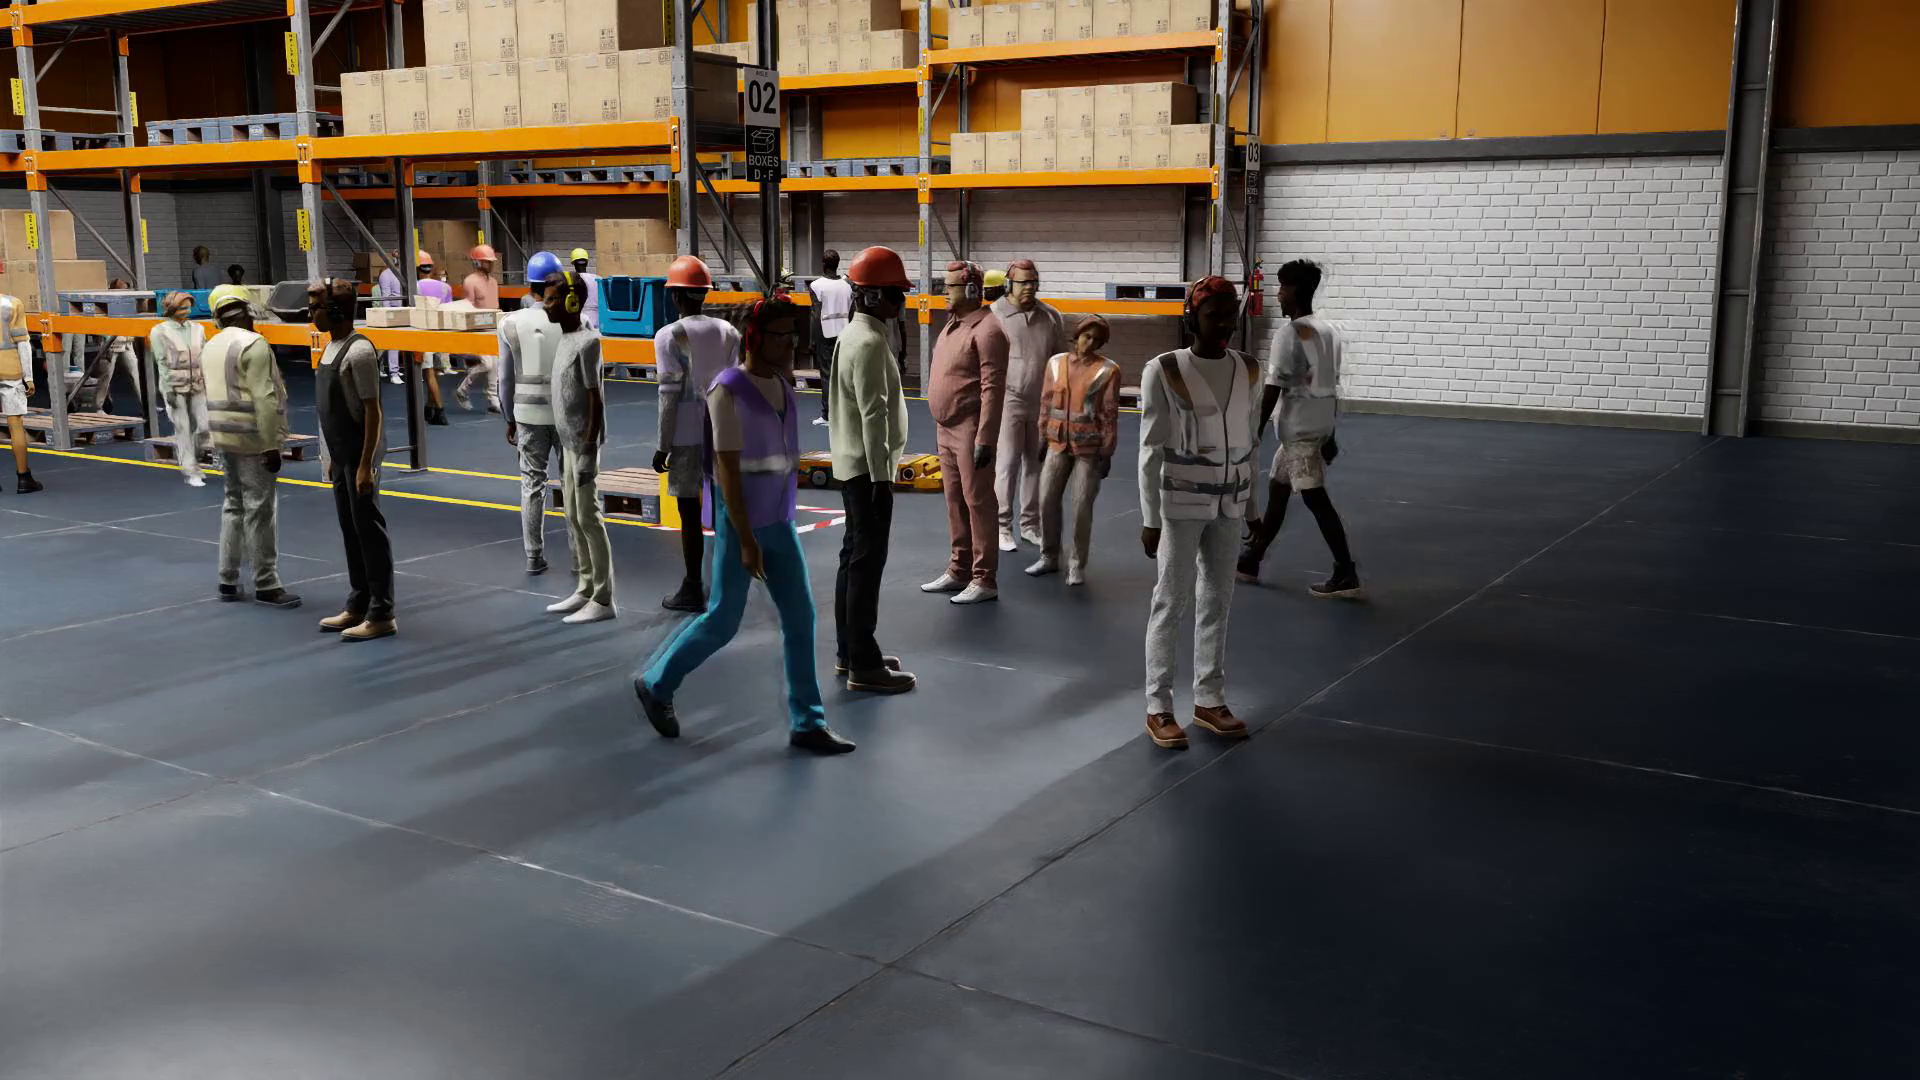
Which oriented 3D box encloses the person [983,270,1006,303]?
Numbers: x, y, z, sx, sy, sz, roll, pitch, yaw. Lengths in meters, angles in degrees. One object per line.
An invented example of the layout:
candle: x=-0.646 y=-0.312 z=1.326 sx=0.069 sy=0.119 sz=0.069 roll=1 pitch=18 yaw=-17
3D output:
person: x=0.308 y=-1.591 z=15.251 sx=0.618 sy=1.743 sz=0.550 roll=5 pitch=11 yaw=24

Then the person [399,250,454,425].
person: x=-5.912 y=-2.223 z=18.325 sx=0.814 sy=1.899 sz=0.568 roll=9 pitch=13 yaw=40

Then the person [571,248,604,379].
person: x=-4.700 y=-2.671 z=20.775 sx=0.585 sy=1.917 sz=0.380 roll=-6 pitch=12 yaw=-32

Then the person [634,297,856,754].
person: x=-0.872 y=-0.059 z=6.607 sx=0.885 sy=1.809 sz=0.567 roll=5 pitch=11 yaw=27

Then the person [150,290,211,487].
person: x=-6.353 y=-1.227 z=13.601 sx=0.384 sy=1.618 sz=0.515 roll=6 pitch=12 yaw=31

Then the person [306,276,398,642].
person: x=-3.088 y=-0.406 z=8.437 sx=0.344 sy=1.840 sz=0.506 roll=-8 pitch=13 yaw=-37

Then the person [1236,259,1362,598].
person: x=1.914 y=-0.638 z=9.529 sx=0.998 sy=1.917 sz=0.628 roll=7 pitch=12 yaw=33

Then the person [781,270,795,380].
person: x=-1.782 y=-1.667 z=15.678 sx=0.483 sy=1.756 sz=0.531 roll=-5 pitch=12 yaw=-27

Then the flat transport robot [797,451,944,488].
flat transport robot: x=-0.764 y=-0.597 z=13.841 sx=1.431 sy=0.197 sz=0.652 roll=3 pitch=11 yaw=15

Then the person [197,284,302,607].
person: x=-3.932 y=-0.515 z=9.230 sx=0.666 sy=1.782 sz=0.406 roll=9 pitch=13 yaw=40

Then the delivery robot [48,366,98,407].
delivery robot: x=-10.307 y=-1.786 z=19.385 sx=0.707 sy=0.478 sz=0.477 roll=7 pitch=12 yaw=35

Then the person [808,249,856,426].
person: x=-1.388 y=-2.206 z=18.189 sx=0.597 sy=1.917 sz=0.379 roll=-8 pitch=13 yaw=-38

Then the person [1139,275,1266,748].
person: x=0.974 y=-0.113 z=6.691 sx=0.581 sy=1.882 sz=0.339 roll=-5 pitch=11 yaw=-26

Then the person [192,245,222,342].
person: x=-11.462 y=-3.506 z=25.339 sx=0.371 sy=1.940 sz=0.627 roll=1 pitch=10 yaw=7

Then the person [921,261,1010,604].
person: x=0.019 y=-0.603 z=9.344 sx=0.408 sy=1.908 sz=0.641 roll=-5 pitch=11 yaw=-26

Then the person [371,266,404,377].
person: x=-8.501 y=-3.240 z=24.712 sx=0.281 sy=1.631 sz=0.506 roll=6 pitch=12 yaw=30

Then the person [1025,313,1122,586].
person: x=0.684 y=-0.520 z=9.725 sx=0.578 sy=1.599 sz=0.318 roll=7 pitch=12 yaw=33

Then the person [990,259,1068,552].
person: x=0.424 y=-0.890 z=10.941 sx=0.661 sy=1.900 sz=0.439 roll=-5 pitch=11 yaw=-26

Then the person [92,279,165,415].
person: x=-9.615 y=-2.183 z=19.013 sx=0.846 sy=1.578 sz=0.524 roll=2 pitch=10 yaw=13

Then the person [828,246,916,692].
person: x=-0.392 y=-0.321 z=7.535 sx=0.397 sy=1.992 sz=0.623 roll=-2 pitch=10 yaw=-12

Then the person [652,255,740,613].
person: x=-1.450 y=-0.573 z=9.088 sx=0.361 sy=1.940 sz=0.543 roll=9 pitch=14 yaw=42

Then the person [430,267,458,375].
person: x=-7.793 y=-3.286 z=24.995 sx=0.283 sy=1.625 sz=0.494 roll=5 pitch=11 yaw=24

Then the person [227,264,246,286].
person: x=-10.001 y=-2.980 z=23.118 sx=0.557 sy=1.674 sz=0.593 roll=-6 pitch=12 yaw=-31

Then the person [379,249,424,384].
person: x=-7.856 y=-3.156 z=23.489 sx=0.399 sy=1.907 sz=0.644 roll=6 pitch=12 yaw=30

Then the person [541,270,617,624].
person: x=-2.034 y=-0.487 z=8.827 sx=0.310 sy=1.861 sz=0.532 roll=-5 pitch=11 yaw=-26

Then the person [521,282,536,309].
person: x=-5.274 y=-2.563 z=21.038 sx=0.528 sy=1.585 sz=0.808 roll=-2 pitch=10 yaw=-13

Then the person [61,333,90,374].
person: x=-11.995 y=-2.933 z=22.457 sx=0.404 sy=1.833 sz=0.589 roll=3 pitch=11 yaw=15

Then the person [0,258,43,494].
person: x=-7.668 y=-1.322 z=13.241 sx=0.545 sy=1.938 sz=0.358 roll=-2 pitch=11 yaw=-13

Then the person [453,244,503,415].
person: x=-5.540 y=-2.423 z=19.252 sx=0.542 sy=1.979 sz=0.618 roll=3 pitch=11 yaw=17

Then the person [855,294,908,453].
person: x=-0.740 y=-1.696 z=15.520 sx=0.520 sy=1.865 sz=0.327 roll=-3 pitch=11 yaw=-15

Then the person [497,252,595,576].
person: x=-2.457 y=-0.748 z=10.019 sx=0.614 sy=1.950 sz=0.375 roll=0 pitch=10 yaw=1
